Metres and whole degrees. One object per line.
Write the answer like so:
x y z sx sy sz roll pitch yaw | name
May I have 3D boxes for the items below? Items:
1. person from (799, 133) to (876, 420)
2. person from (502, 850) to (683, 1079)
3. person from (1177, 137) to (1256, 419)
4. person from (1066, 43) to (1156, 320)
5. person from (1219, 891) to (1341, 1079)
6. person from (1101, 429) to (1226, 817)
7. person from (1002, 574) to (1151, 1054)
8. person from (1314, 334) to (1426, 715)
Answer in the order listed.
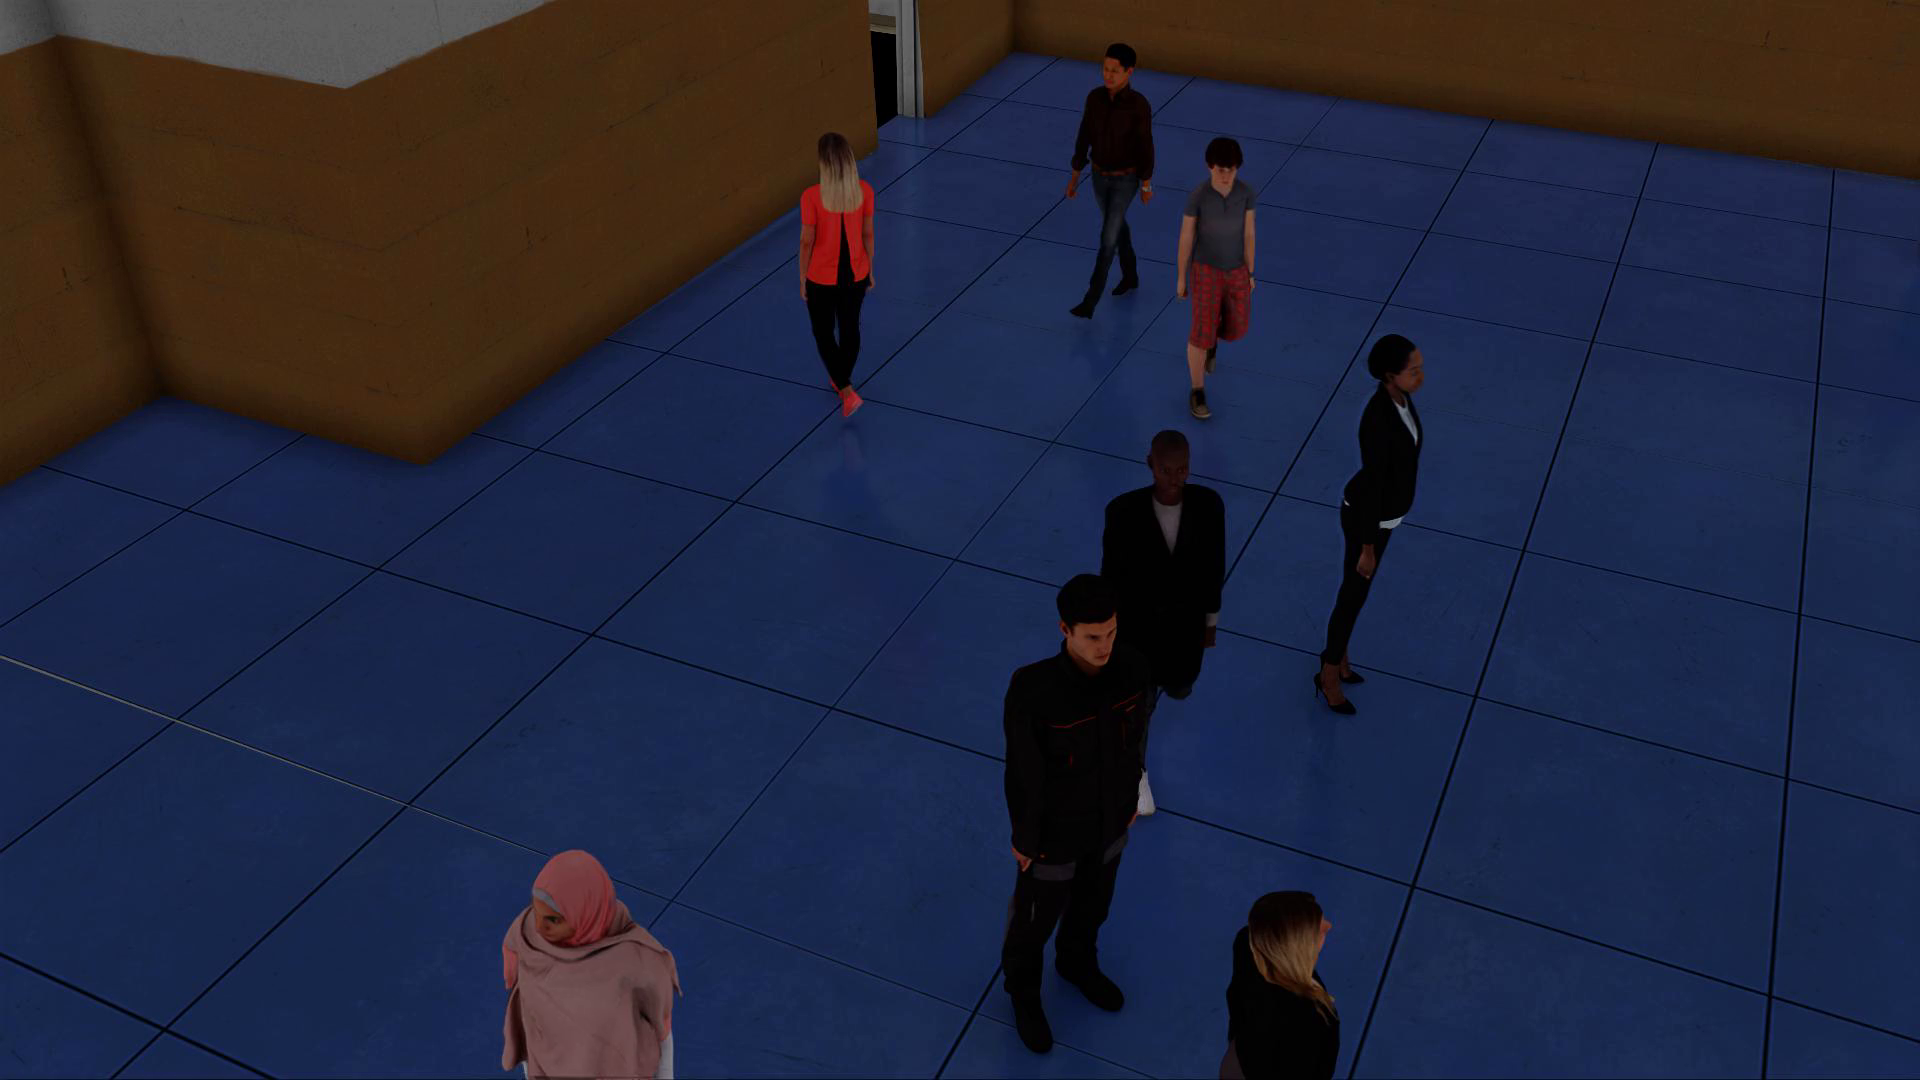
-0.675 -1.460 9.471 0.953 1.680 1.031 -13 36 -19 | person
-1.047 1.570 4.807 0.618 1.803 0.751 4 34 6 | person
1.487 -1.563 9.656 0.947 1.635 0.949 -4 34 -6 | person
1.048 -2.332 10.736 1.104 1.733 0.904 26 41 33 | person
0.867 1.637 4.824 0.720 1.672 0.678 -8 35 -12 | person
0.804 0.273 6.810 1.025 1.743 1.007 -1 34 -2 | person
0.387 0.911 5.669 0.796 1.945 0.802 -20 38 -27 | person
1.780 -0.061 7.230 0.510 1.834 0.605 14 36 20 | person
